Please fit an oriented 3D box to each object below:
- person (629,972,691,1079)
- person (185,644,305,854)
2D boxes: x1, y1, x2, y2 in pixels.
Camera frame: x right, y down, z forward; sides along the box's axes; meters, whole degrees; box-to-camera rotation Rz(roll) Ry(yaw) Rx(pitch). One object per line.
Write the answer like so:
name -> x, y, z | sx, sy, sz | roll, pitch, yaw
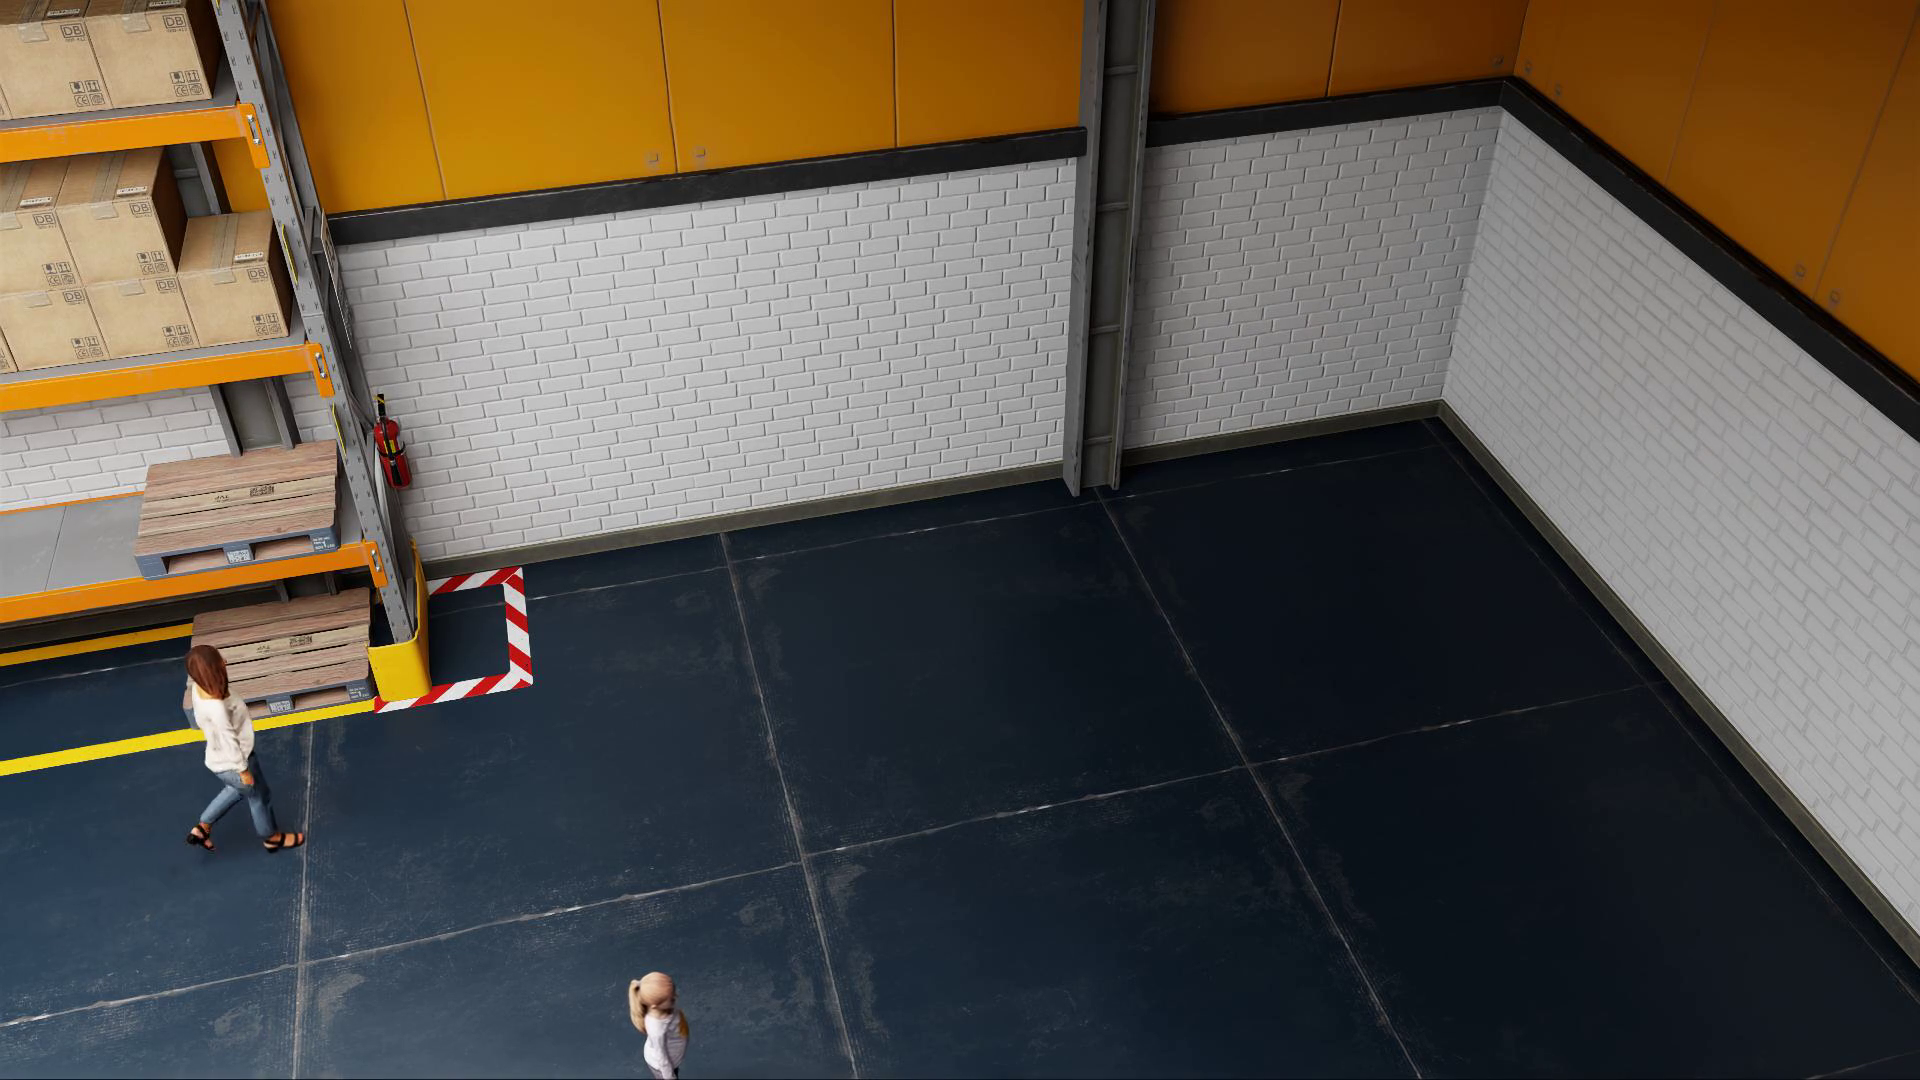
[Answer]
person -> -1.522, 2.641, 8.547 | 0.519, 1.277, 0.504 | -4, 39, -5
person -> -4.410, 1.318, 9.893 | 0.927, 1.666, 0.755 | -20, 43, -23
